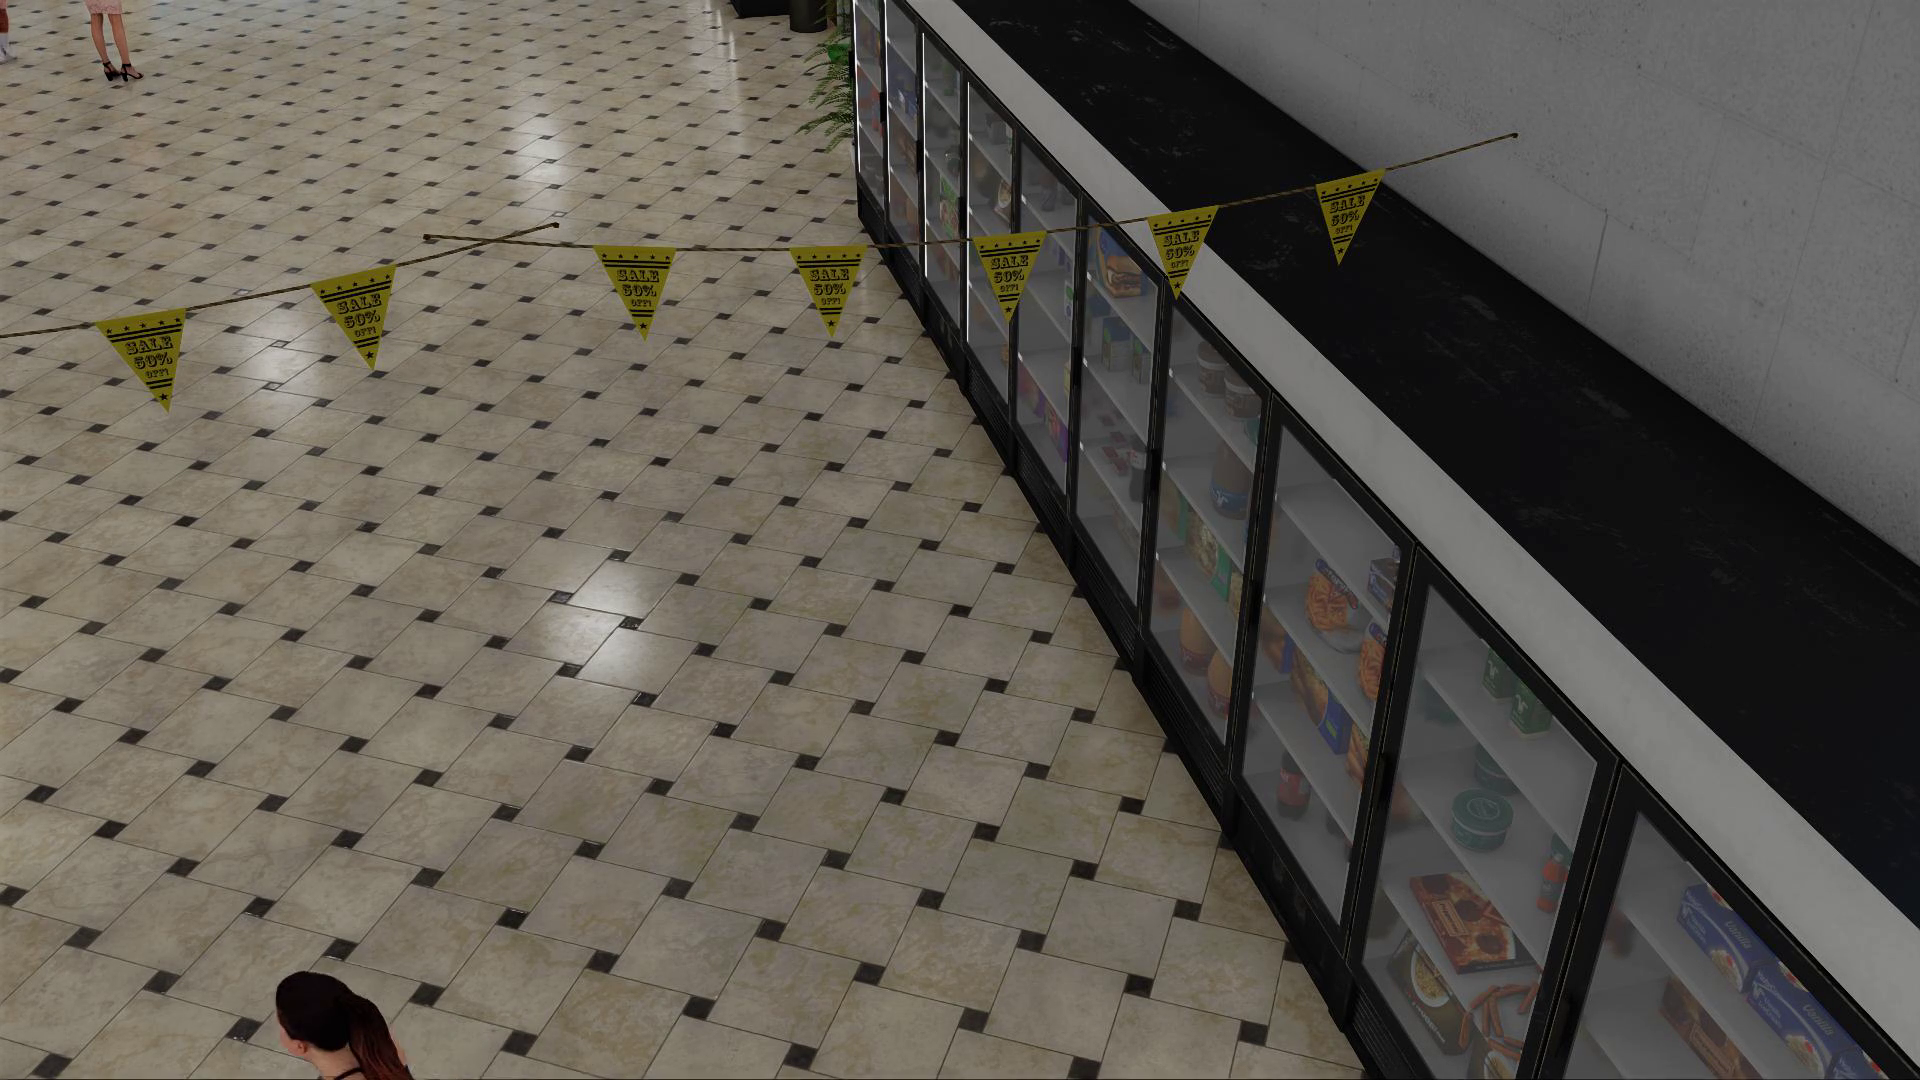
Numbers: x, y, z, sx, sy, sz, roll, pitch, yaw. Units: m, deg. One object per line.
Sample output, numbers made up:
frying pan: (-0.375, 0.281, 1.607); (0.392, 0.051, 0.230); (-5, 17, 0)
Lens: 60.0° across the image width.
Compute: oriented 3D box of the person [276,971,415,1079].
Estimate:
person: (-1.350, 1.783, 4.311); (1.064, 1.556, 0.804); (-1, 32, -2)

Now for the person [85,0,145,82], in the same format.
person: (-7.858, -5.104, 15.120); (0.569, 1.830, 0.699); (5, 32, 8)
